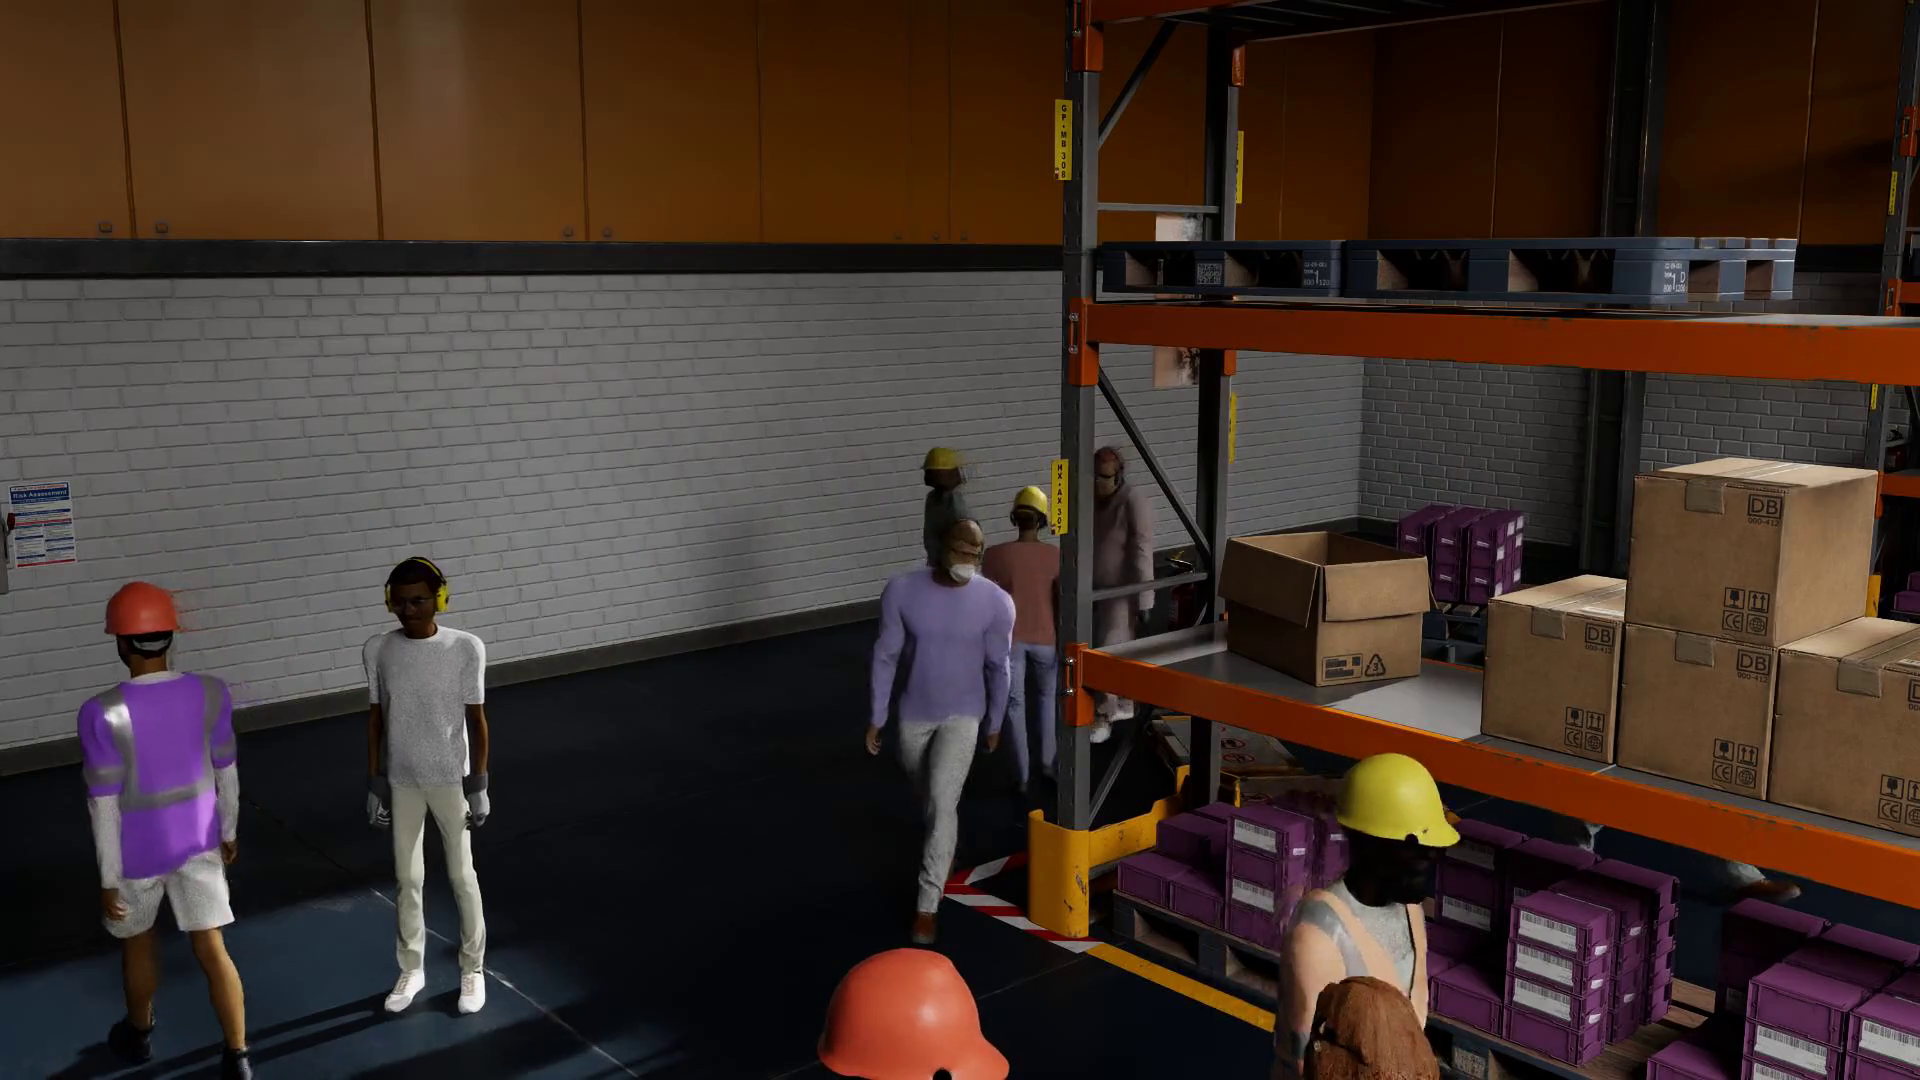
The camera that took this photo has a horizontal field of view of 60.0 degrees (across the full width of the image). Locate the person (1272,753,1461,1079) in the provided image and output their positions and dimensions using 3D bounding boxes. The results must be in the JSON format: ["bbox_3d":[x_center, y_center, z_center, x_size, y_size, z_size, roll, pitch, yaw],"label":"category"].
[{"bbox_3d":[0.992,1.426,4.035,1.029,1.868,0.611,8,13,40],"label":"person"}]

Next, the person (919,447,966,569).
[{"bbox_3d":[-0.106,0.206,11.554,0.402,1.728,0.508,-5,11,-25],"label":"person"}]

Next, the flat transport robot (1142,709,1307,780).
[{"bbox_3d":[1.523,1.255,9.704,0.652,0.197,1.431,-1,10,-5],"label":"flat transport robot"}]

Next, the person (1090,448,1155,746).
[{"bbox_3d":[0.927,0.342,10.469,0.823,1.849,0.668,-7,12,-34],"label":"person"}]

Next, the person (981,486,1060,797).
[{"bbox_3d":[0.365,0.562,9.440,0.529,1.750,0.516,0,10,-2],"label":"person"}]

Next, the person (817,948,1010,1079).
[{"bbox_3d":[-0.102,1.605,2.790,0.364,1.935,0.549,2,10,12],"label":"person"}]

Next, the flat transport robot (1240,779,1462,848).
[{"bbox_3d":[1.884,1.425,8.712,1.431,0.197,0.652,-1,10,-5],"label":"flat transport robot"}]

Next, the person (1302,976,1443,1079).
[{"bbox_3d":[0.846,1.673,3.349,0.506,1.611,0.728,-7,12,-37],"label":"person"}]

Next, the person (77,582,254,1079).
[{"bbox_3d":[-2.847,1.084,5.999,1.006,1.889,0.564,9,13,42],"label":"person"}]

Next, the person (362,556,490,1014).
[{"bbox_3d":[-2.141,0.981,6.670,0.511,1.860,0.312,0,10,1],"label":"person"}]

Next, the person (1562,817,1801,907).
[{"bbox_3d":[3.340,0.796,7.762,1.099,1.875,0.626,7,12,36],"label":"person"}]

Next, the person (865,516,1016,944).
[{"bbox_3d":[-0.062,0.796,7.700,0.644,1.884,1.021,2,10,12],"label":"person"}]
